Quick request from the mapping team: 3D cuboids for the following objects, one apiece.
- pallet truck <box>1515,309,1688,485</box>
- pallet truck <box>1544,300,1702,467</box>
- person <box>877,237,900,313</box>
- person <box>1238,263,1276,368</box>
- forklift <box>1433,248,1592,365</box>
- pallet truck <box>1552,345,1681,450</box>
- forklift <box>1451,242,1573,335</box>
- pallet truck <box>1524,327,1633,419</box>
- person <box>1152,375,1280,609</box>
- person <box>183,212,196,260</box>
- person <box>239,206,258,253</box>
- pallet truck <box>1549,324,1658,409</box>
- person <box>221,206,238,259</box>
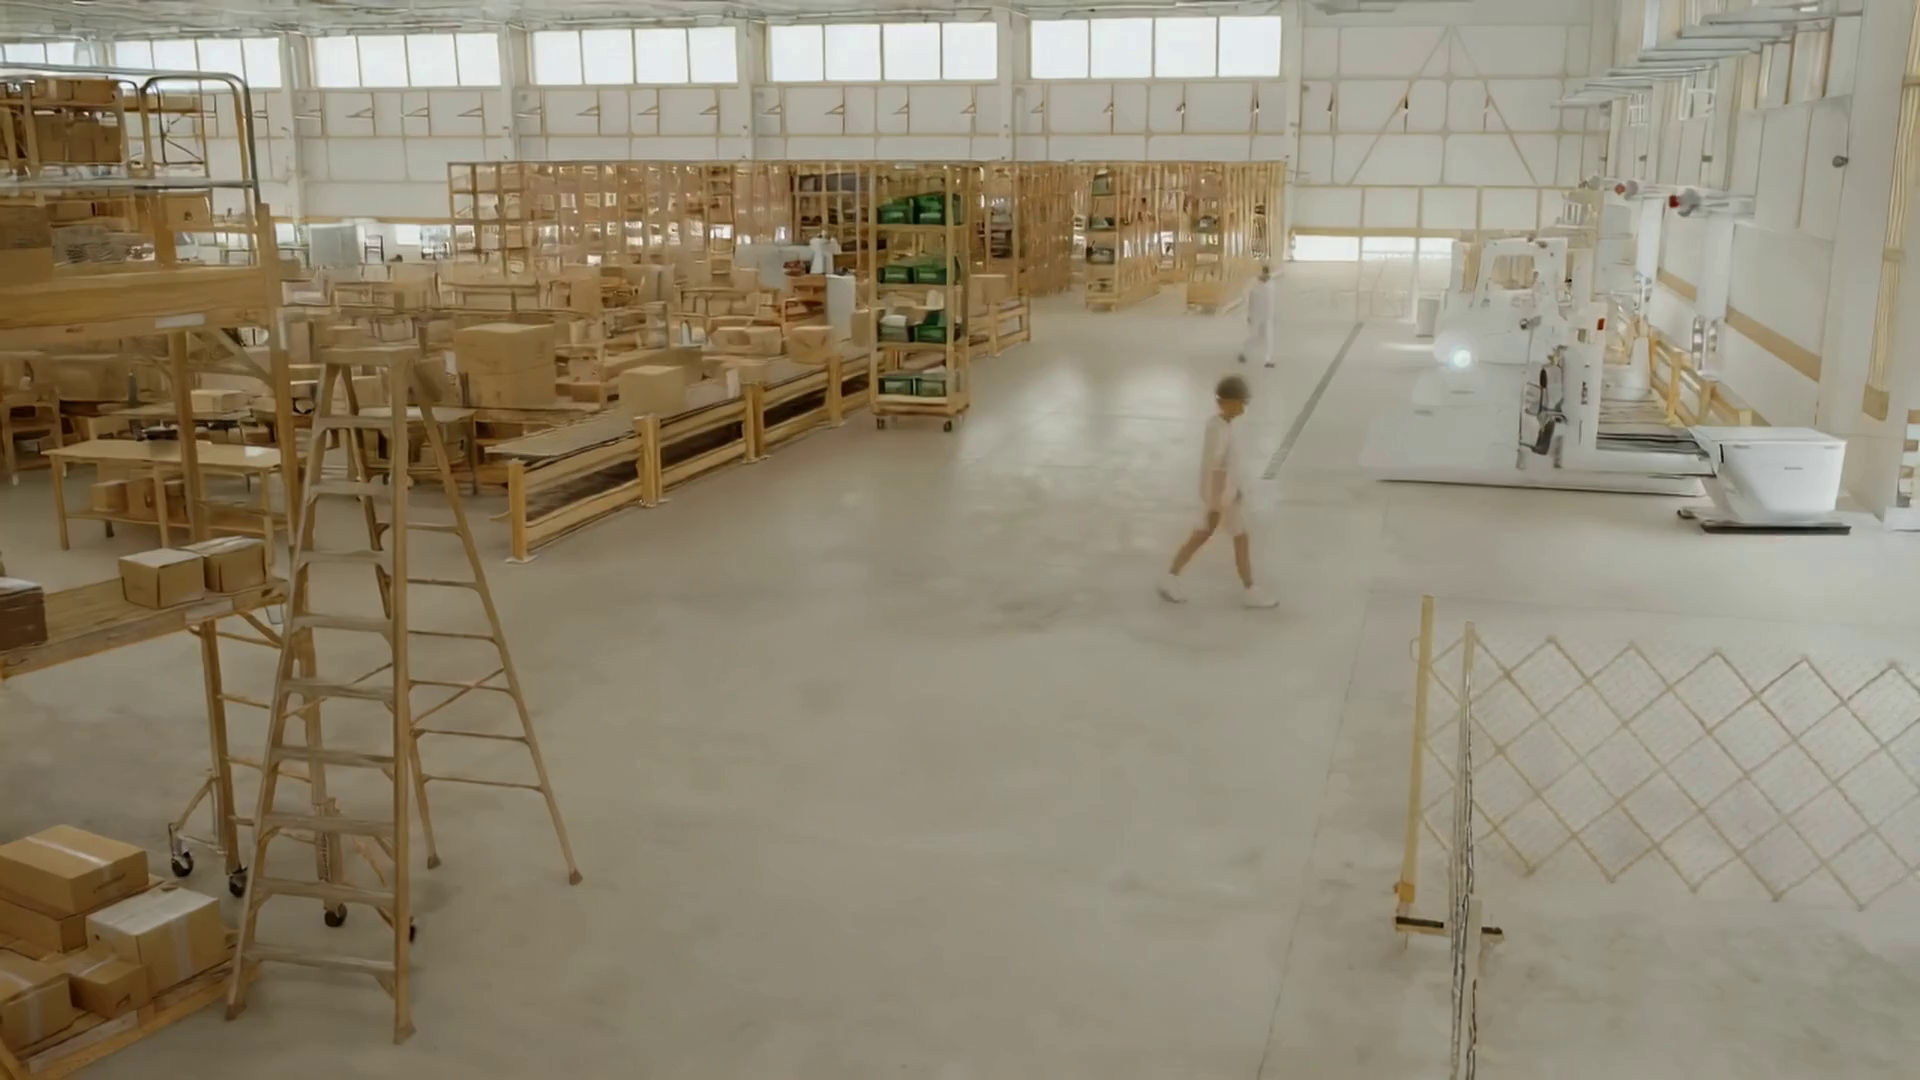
[{"bbox_3d":[7.554,-1.677,19.446,1.885,1.965,0.823,3,13,14],"label":"pallet truck"},{"bbox_3d":[8.263,-1.952,20.631,1.885,1.965,0.823,5,14,20],"label":"pallet truck"},{"bbox_3d":[-1.725,-6.370,40.081,0.600,1.827,0.404,-5,14,-19],"label":"person"},{"bbox_3d":[5.402,-4.082,30.117,0.655,1.879,0.867,-6,14,-23],"label":"person"},{"bbox_3d":[9.780,-4.111,29.280,2.680,1.987,1.157,3,13,14],"label":"forklift"},{"bbox_3d":[8.641,-1.896,21.908,1.630,1.274,0.653,4,14,16],"label":"pallet truck"},{"bbox_3d":[10.464,-4.597,31.405,2.680,1.987,1.157,4,14,16],"label":"forklift"},{"bbox_3d":[9.065,-2.460,24.370,1.522,1.261,0.704,3,13,14],"label":"pallet truck"},{"bbox_3d":[2.139,-0.398,13.948,1.046,2.000,0.625,0,13,0],"label":"person"},{"bbox_3d":[-27.774,-10.929,59.915,0.534,1.767,0.317,4,14,18],"label":"person"},{"bbox_3d":[-26.157,-11.317,61.210,0.603,1.944,0.920,-2,13,-7],"label":"person"},{"bbox_3d":[9.824,-2.669,25.407,1.601,1.201,0.680,4,14,16],"label":"pallet truck"},{"bbox_3d":[-26.798,-11.271,61.045,0.638,1.923,0.435,-1,13,-5],"label":"person"}]
